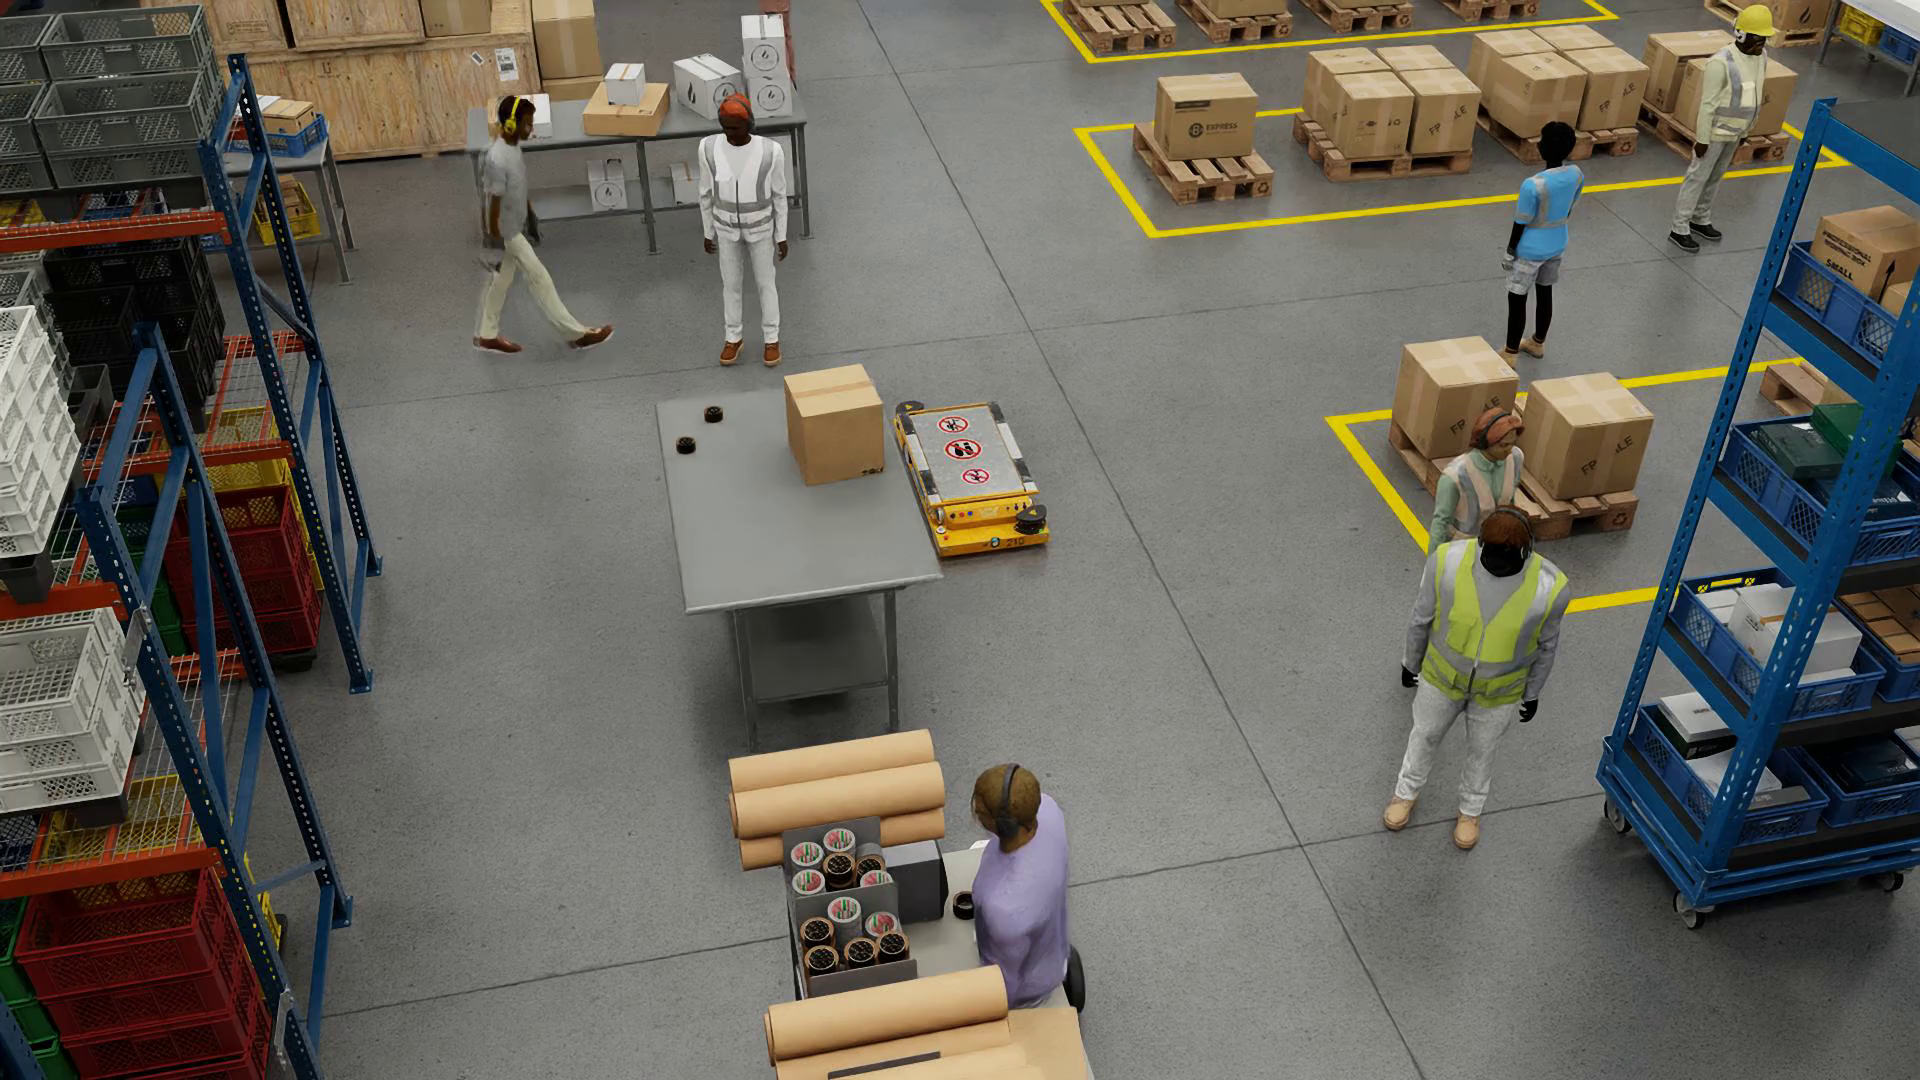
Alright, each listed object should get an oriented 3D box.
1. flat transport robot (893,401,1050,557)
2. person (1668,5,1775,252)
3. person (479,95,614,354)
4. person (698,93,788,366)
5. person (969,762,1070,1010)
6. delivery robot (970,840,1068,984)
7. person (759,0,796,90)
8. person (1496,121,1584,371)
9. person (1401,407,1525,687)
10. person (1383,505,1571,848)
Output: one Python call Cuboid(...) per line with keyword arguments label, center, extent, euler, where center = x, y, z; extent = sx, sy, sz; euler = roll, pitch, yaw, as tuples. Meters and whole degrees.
Cuboid(label="flat transport robot", center=(0.046, -0.430, 10.108), extent=(0.652, 0.197, 1.431), euler=(-8, 37, -10))
Cuboid(label="person", center=(5.672, -3.057, 12.339), extent=(0.590, 1.833, 0.404), euler=(-24, 43, -29))
Cuboid(label="person", center=(-2.875, -2.034, 10.995), extent=(0.988, 1.799, 0.595), euler=(-3, 37, -4))
Cuboid(label="person", center=(-1.410, -2.022, 10.905), extent=(0.573, 1.887, 0.355), euler=(3, 37, 4))
Cuboid(label="person", center=(0.208, 1.549, 6.076), extent=(0.374, 1.931, 0.626), euler=(8, 37, 11))
Cuboid(label="delivery robot", center=(0.235, 1.591, 7.081), extent=(0.477, 0.478, 0.707), euler=(-5, 37, -6))
Cuboid(label="person", center=(-1.668, -4.806, 14.641), extent=(0.400, 1.900, 0.647), euler=(1, 37, 1))
Cuboid(label="person", center=(3.795, -1.929, 10.944), extent=(0.533, 1.690, 0.321), euler=(-21, 42, -26))
Cuboid(label="person", center=(2.535, 0.036, 8.351), extent=(0.521, 1.632, 0.314), euler=(-18, 40, -23))
Cuboid(label="person", center=(2.278, 0.612, 7.401), extent=(0.633, 1.841, 0.429), euler=(14, 39, 18))
